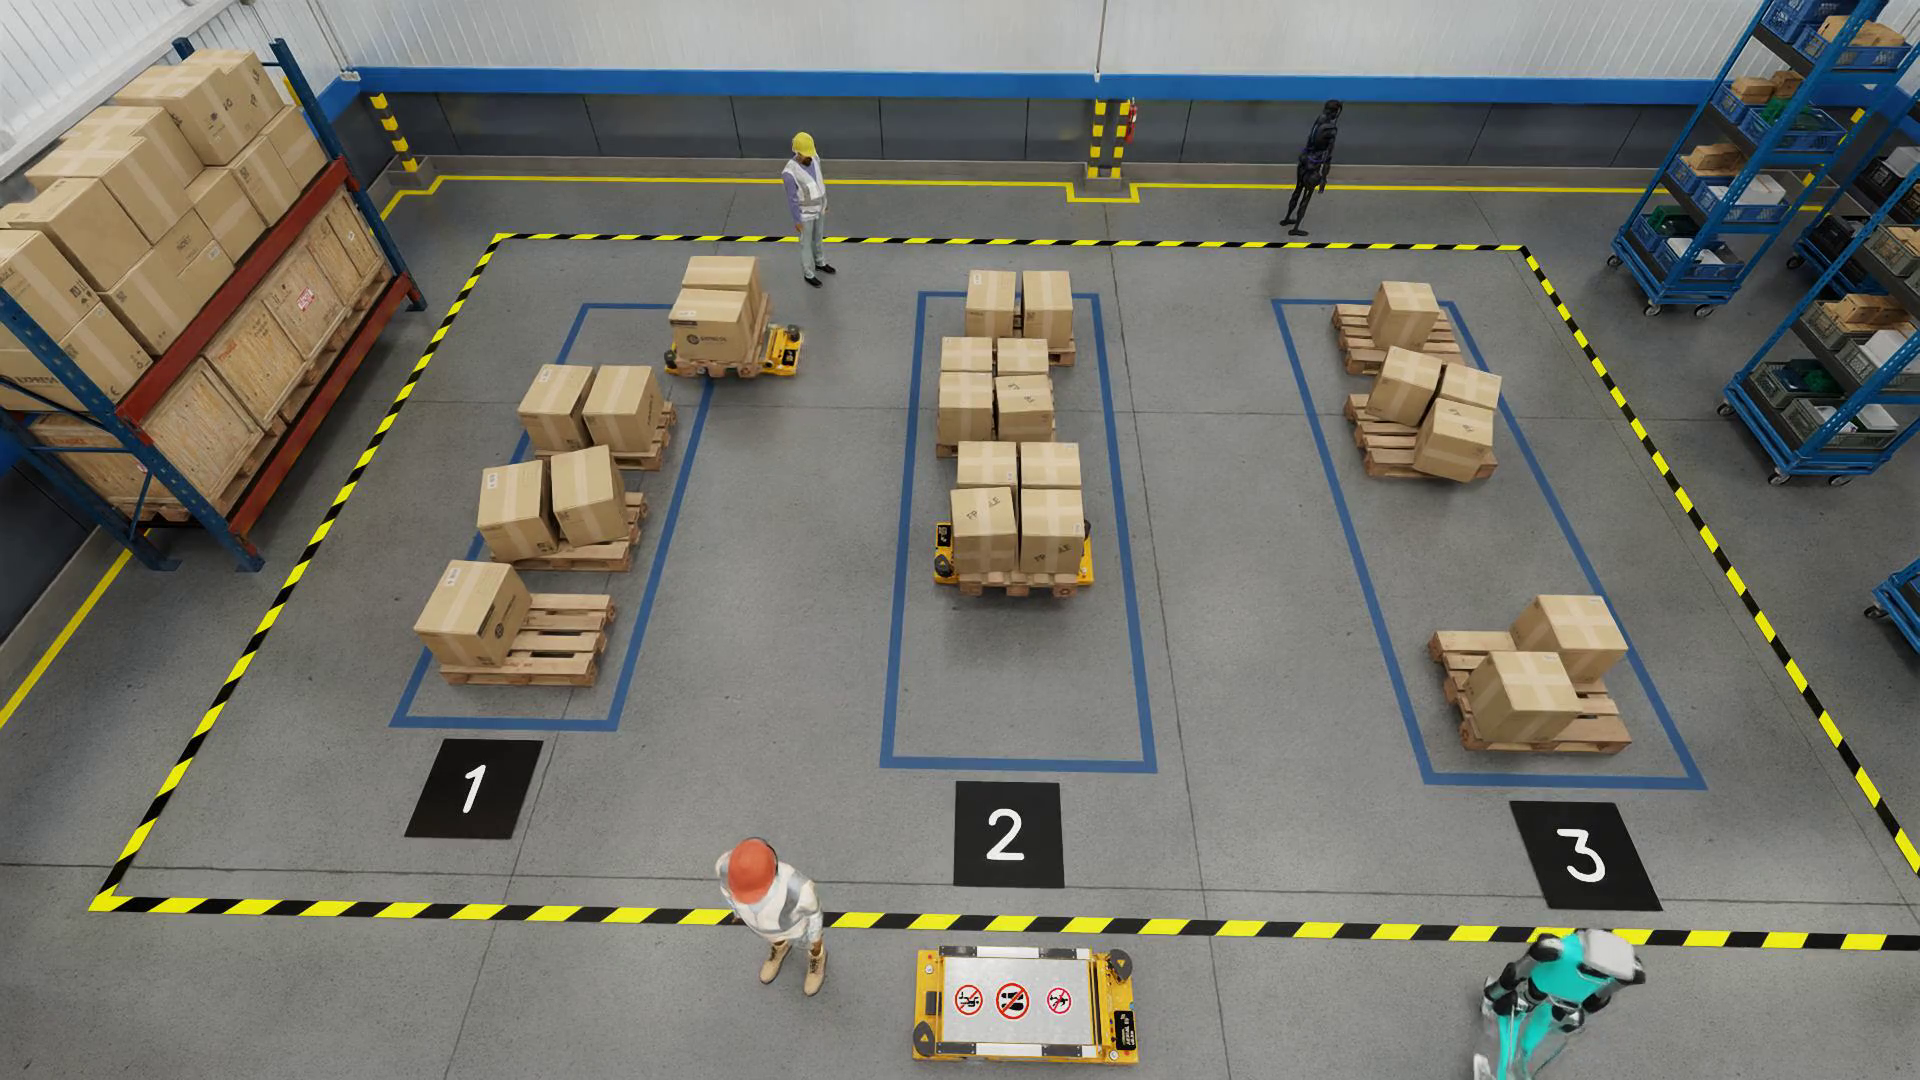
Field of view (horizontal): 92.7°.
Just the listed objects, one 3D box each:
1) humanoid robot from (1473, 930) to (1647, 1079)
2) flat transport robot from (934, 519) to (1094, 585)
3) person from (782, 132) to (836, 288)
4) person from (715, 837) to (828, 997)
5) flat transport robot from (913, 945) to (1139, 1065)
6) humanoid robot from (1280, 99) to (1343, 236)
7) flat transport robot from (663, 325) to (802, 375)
[{"bbox_3d":[3.311,2.785,5.255,0.540,1.738,0.969,12,52,10],"label":"humanoid robot"},{"bbox_3d":[0.490,0.087,8.397,1.431,0.197,0.652,1,51,1],"label":"flat transport robot"},{"bbox_3d":[-1.727,-3.816,10.594,0.404,1.822,0.586,23,55,18],"label":"person"},{"bbox_3d":[-1.105,2.271,5.489,0.612,2.047,0.360,13,52,10],"label":"person"},{"bbox_3d":[0.422,3.041,6.007,1.431,0.231,0.659,1,51,1],"label":"flat transport robot"},{"bbox_3d":[4.359,-4.610,11.327,0.315,1.655,0.599,-7,51,-6],"label":"humanoid robot"},{"bbox_3d":[-2.522,-2.132,10.206,1.431,0.197,0.652,1,51,1],"label":"flat transport robot"}]
